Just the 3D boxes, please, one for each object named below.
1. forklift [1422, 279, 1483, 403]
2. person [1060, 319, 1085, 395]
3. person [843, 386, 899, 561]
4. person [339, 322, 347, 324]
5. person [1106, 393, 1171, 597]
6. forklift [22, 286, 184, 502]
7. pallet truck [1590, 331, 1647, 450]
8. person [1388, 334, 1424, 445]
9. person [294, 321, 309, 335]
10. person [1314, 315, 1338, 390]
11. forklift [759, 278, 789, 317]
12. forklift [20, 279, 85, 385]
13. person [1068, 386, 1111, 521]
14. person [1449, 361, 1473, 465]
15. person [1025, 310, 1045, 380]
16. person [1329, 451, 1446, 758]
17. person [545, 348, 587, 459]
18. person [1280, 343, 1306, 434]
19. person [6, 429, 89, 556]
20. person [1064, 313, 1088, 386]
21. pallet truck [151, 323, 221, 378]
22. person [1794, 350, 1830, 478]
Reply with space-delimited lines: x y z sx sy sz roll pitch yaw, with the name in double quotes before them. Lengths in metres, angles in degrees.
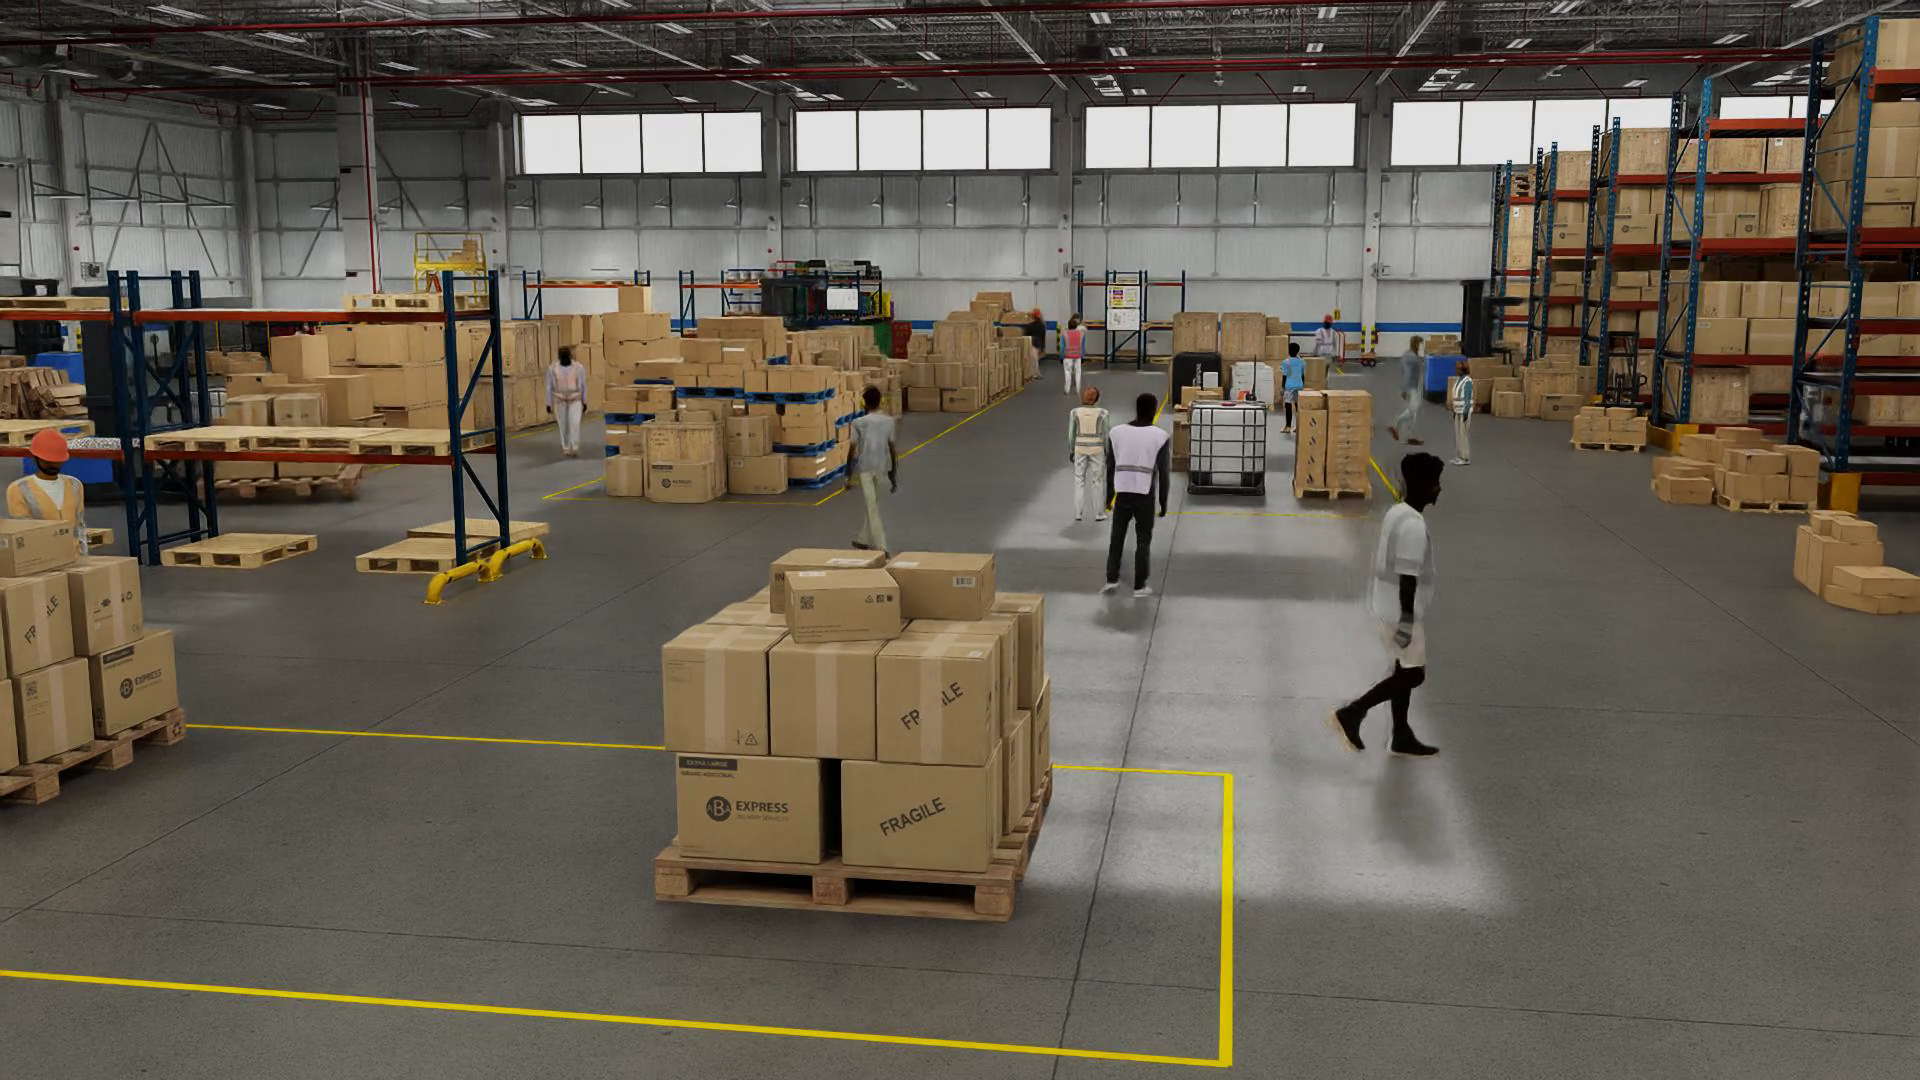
"forklift" 11.588 -4.526 37.827 1.873 2.768 1.129 1 9 9
"person" 2.733 -4.445 40.513 0.633 1.846 0.429 -2 9 -14
"person" -0.957 -0.708 17.549 0.545 1.818 0.968 -5 11 -29
"person" -17.076 -5.249 46.038 0.547 1.644 0.865 -6 11 -32
"person" 1.654 -0.420 15.523 0.613 1.899 0.418 4 10 22
"forklift" -11.154 -1.906 21.669 1.873 2.768 1.129 -3 10 -15
"pallet truck" 11.253 -2.573 28.499 0.823 1.965 1.885 5 10 27
"person" 7.817 -2.610 28.923 0.505 1.927 0.636 7 11 35
"person" -14.767 -3.991 37.424 0.378 1.940 0.629 0 9 2
"person" 9.309 -4.748 42.160 0.591 1.912 0.678 -3 10 -17
"forklift" -4.736 -5.290 42.537 1.873 2.768 1.129 4 10 24
"forklift" -21.642 -4.773 39.353 1.873 2.768 1.129 1 9 9
"person" 1.573 -1.043 20.163 0.522 1.639 0.309 3 10 15
"person" 7.856 -1.985 26.004 0.315 1.631 0.524 -1 9 -4
"person" 2.019 -5.435 46.369 0.612 1.948 0.998 -6 11 -33
"person" 2.658 0.415 10.235 0.608 1.951 0.619 1 9 5
"person" -6.372 -2.210 26.905 0.652 1.788 0.977 -2 9 -11
"person" 6.201 -2.831 31.010 0.541 1.696 0.315 -5 10 -26
"person" -6.381 0.179 11.741 0.373 1.928 0.543 5 11 30
"person" 3.046 -4.975 43.526 0.650 1.923 0.508 -1 9 -9
"pallet truck" -21.869 -5.598 47.154 0.823 1.965 1.885 4 10 26
"person" 12.261 -1.763 23.843 0.741 1.891 0.600 4 10 22
